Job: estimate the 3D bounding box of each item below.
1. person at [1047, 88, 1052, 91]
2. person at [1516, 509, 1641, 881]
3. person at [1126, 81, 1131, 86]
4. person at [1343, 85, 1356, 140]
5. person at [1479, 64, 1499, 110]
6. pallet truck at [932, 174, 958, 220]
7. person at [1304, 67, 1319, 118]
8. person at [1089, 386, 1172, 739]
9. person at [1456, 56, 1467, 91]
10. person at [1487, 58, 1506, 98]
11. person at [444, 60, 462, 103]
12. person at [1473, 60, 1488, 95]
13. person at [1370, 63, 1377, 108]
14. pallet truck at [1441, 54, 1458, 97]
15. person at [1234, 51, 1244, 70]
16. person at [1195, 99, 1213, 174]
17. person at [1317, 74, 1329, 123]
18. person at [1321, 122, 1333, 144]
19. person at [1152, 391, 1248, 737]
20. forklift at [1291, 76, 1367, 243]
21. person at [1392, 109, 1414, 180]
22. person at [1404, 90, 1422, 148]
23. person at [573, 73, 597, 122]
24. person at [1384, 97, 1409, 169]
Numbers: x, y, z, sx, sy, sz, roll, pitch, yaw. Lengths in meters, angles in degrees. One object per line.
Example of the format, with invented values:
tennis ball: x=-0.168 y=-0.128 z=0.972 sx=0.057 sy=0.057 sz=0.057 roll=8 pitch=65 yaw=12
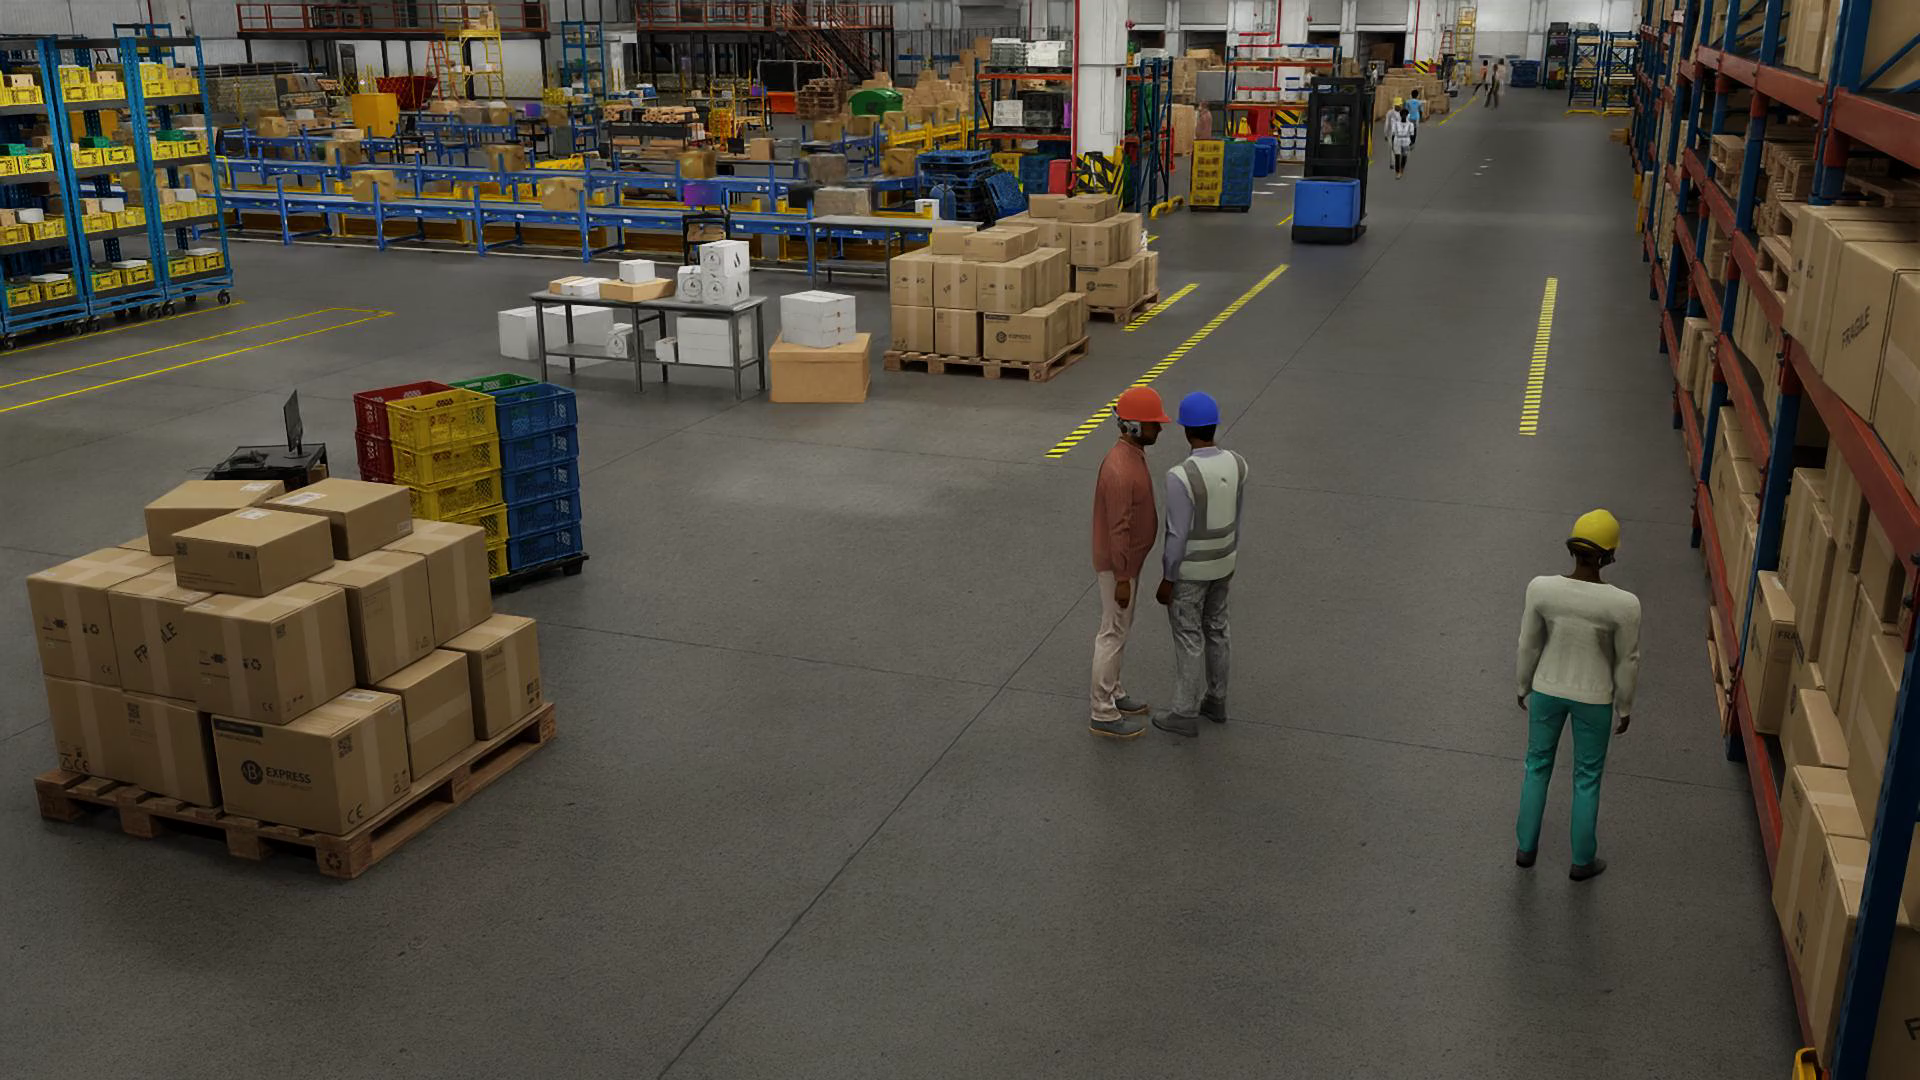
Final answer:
person: x=2.634 y=-12.584 z=49.608 sx=0.538 sy=1.730 sz=0.918 roll=9 pitch=20 yaw=26
person: x=2.853 y=0.713 z=7.724 sx=0.533 sy=1.767 sz=0.326 roll=12 pitch=21 yaw=33
person: x=6.045 y=-16.119 z=60.241 sx=0.380 sy=1.994 sz=0.611 roll=-2 pitch=18 yaw=-6
person: x=12.290 y=-13.515 z=52.462 sx=0.531 sy=1.753 sz=0.395 roll=-9 pitch=20 yaw=-27
person: x=21.733 y=-18.521 z=68.073 sx=0.852 sy=1.814 sz=0.540 roll=-1 pitch=18 yaw=-5
pallet truck: x=-0.507 y=-5.292 z=27.348 sx=0.653 sy=1.274 sz=1.630 roll=6 pitch=19 yaw=19
person: x=13.109 y=-16.606 z=61.694 sx=0.709 sy=2.000 sz=0.535 roll=-15 pitch=23 yaw=-39
person: x=0.939 y=0.118 z=9.246 sx=0.415 sy=1.985 sz=0.610 roll=3 pitch=18 yaw=10
person: x=25.328 y=-23.571 z=84.082 sx=0.500 sy=1.726 sz=0.368 roll=3 pitch=18 yaw=8
person: x=25.196 y=-21.612 z=77.796 sx=0.629 sy=1.818 sz=0.844 roll=-14 pitch=23 yaw=-38
person: x=-22.313 y=-20.149 z=73.122 sx=0.741 sy=1.865 sz=0.584 roll=-3 pitch=18 yaw=-9
person: x=25.190 y=-22.295 z=80.188 sx=0.844 sy=1.664 sz=0.537 roll=-1 pitch=18 yaw=-4
person: x=17.096 y=-18.808 z=68.898 sx=0.327 sy=1.869 sz=0.521 roll=5 pitch=18 yaw=15
pallet truck: x=22.765 y=-21.886 z=78.355 sx=0.823 sy=1.965 sz=1.885 roll=-4 pitch=18 yaw=-14
person: x=14.502 y=-24.578 z=86.962 sx=0.938 sy=1.898 sz=0.642 roll=-7 pitch=19 yaw=-22
person: x=5.810 y=-9.553 z=39.757 sx=0.403 sy=1.904 sz=0.652 roll=2 pitch=18 yaw=5
person: x=12.018 y=-14.553 z=55.459 sx=1.024 sy=1.914 sz=0.624 roll=5 pitch=18 yaw=16
person: x=8.058 y=-8.344 z=36.482 sx=0.869 sy=1.596 sz=0.514 roll=6 pitch=19 yaw=19
person: x=1.321 y=0.136 z=9.244 sx=0.614 sy=1.943 sz=0.395 roll=-16 pitch=24 yaw=-41
forklift: x=6.598 y=-6.755 z=29.381 sx=1.129 sy=2.768 sz=1.873 roll=6 pitch=19 yaw=19
person: x=10.700 y=-9.593 z=40.265 sx=0.532 sy=1.676 sz=0.688 roll=4 pitch=18 yaw=11
person: x=13.496 y=-12.588 z=49.667 sx=0.554 sy=1.659 sz=0.828 roll=1 pitch=18 yaw=4
person: x=-13.185 y=-15.532 z=58.390 sx=0.847 sy=2.017 sz=0.612 roll=-11 pitch=20 yaw=-30
person: x=11.187 y=-10.435 z=42.667 sx=0.611 sy=1.813 sz=0.440 roll=4 pitch=18 yaw=14
